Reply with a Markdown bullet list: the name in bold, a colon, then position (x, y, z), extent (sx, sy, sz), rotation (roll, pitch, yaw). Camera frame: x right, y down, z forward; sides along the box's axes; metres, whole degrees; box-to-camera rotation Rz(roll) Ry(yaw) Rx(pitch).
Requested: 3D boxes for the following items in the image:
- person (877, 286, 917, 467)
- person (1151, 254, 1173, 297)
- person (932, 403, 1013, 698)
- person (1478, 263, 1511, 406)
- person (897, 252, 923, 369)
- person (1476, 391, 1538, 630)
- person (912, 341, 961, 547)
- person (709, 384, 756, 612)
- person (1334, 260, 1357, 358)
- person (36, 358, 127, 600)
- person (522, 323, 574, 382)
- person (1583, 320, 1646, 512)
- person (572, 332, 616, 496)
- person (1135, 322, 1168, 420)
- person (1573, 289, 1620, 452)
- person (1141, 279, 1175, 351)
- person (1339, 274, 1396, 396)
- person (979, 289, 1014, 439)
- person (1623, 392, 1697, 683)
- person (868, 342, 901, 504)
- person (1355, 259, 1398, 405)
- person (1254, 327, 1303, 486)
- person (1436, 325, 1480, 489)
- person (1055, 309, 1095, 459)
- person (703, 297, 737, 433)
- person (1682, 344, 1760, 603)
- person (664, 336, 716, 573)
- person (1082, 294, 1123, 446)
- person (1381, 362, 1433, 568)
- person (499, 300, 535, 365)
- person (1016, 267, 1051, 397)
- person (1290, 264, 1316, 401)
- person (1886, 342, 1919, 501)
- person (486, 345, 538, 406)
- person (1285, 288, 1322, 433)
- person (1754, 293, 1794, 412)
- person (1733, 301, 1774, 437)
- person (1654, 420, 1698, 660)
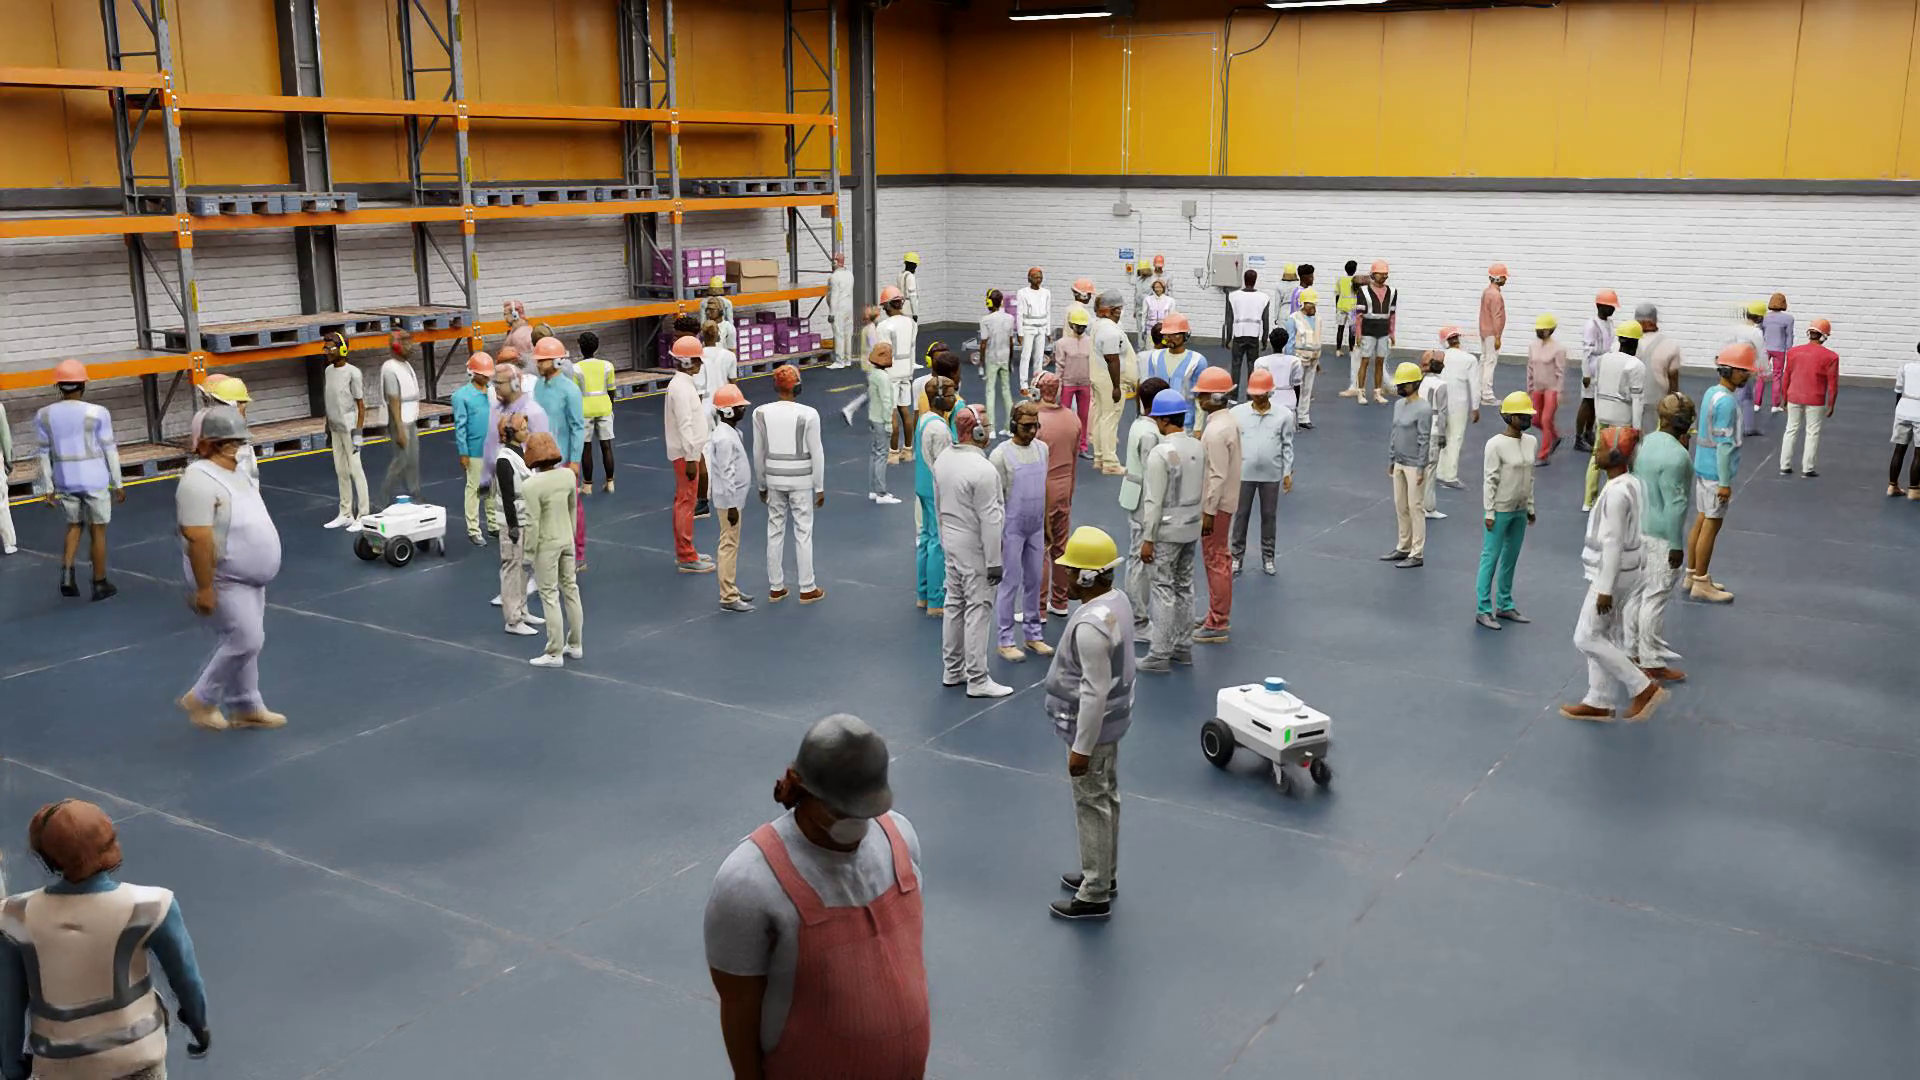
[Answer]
- **person**: position (-0.758, -1.851, 18.854), extent (0.384, 2.031, 0.615), rotation (10, 16, 36)
- **person**: position (3.551, -4.267, 29.957), extent (0.559, 1.745, 0.333), rotation (0, 13, -2)
- **person**: position (0.095, 0.067, 10.795), extent (0.410, 1.912, 0.651), rotation (-8, 15, -30)
- **person**: position (7.526, -2.905, 23.505), extent (0.381, 1.994, 0.622), rotation (0, 13, 0)
- **person**: position (-0.842, -3.805, 27.584), extent (0.382, 1.917, 0.585), rotation (-6, 14, -24)
- **person**: position (4.091, -0.226, 12.380), extent (0.525, 1.772, 0.309), rotation (-8, 15, -32)
- **person**: position (-0.189, -0.841, 14.826), extent (0.519, 1.873, 0.335), rotation (-9, 16, -34)
- **person**: position (-1.758, -0.329, 12.851), extent (0.318, 1.756, 0.561), rotation (-2, 13, -7)
- **person**: position (6.771, -4.020, 28.993), extent (0.535, 1.697, 0.322), rotation (12, 18, 43)
- **person**: position (-6.882, -0.461, 13.061), extent (0.559, 1.920, 0.406), rotation (-1, 13, -3)
- **person**: position (-3.881, -1.082, 15.723), extent (0.631, 1.940, 0.372), rotation (3, 13, 15)
- **person**: position (6.417, -1.180, 16.212), extent (0.404, 1.918, 0.581), rotation (-7, 15, -27)
- **person**: position (-3.807, -1.303, 17.213), extent (0.533, 1.697, 0.318), rotation (-9, 16, -36)
- **person**: position (1.961, -1.256, 16.675), extent (0.327, 1.853, 0.526), rotation (-11, 17, -41)
- **person**: position (7.605, -2.019, 19.794), extent (0.551, 1.932, 0.378), rotation (-12, 17, -41)
- **person**: position (3.020, -3.157, 25.379), extent (0.517, 1.641, 0.308), rotation (3, 13, 13)
- **person**: position (6.029, -2.985, 24.326), extent (0.796, 1.801, 0.642), rotation (3, 13, 12)
- **person**: position (0.451, -2.191, 20.718), extent (0.522, 1.860, 0.319), rotation (-7, 15, -29)
- **person**: position (4.697, -0.025, 11.141), extent (0.372, 1.938, 0.627), rotation (1, 13, 3)
- **person**: position (-0.782, -1.187, 16.846), extent (0.279, 1.633, 0.506), rotation (-4, 14, -17)
- **person**: position (5.878, -2.927, 23.490), extent (0.607, 2.048, 0.369), rotation (-3, 13, -12)
- **person**: position (3.359, -1.406, 17.657), extent (0.531, 1.697, 0.320), rotation (-1, 13, -2)
- **person**: position (5.218, -1.414, 17.689), extent (0.631, 1.706, 0.456), rotation (12, 18, 42)
- **person**: position (1.346, -1.779, 19.152), extent (0.522, 1.758, 0.350), rotation (-5, 14, -19)
- **person**: position (-2.872, -1.961, 19.741), extent (0.506, 1.846, 0.345), rotation (8, 15, 31)
- **person**: position (6.005, -0.532, 13.119), extent (0.388, 2.036, 0.615), rotation (3, 13, 13)
- **person**: position (-2.290, -0.726, 14.058), extent (0.386, 1.993, 0.609), rotation (-3, 13, -12)
- **person**: position (1.723, -2.054, 20.159), extent (0.506, 1.839, 0.343), rotation (2, 13, 7)
- **person**: position (3.821, -0.643, 14.233), extent (0.342, 1.754, 0.533), rotation (-4, 14, -16)
- **person**: position (-4.937, -1.732, 18.617), extent (0.410, 1.907, 0.643), rotation (-2, 13, -10)
- **person**: position (1.086, -3.037, 24.328), extent (0.574, 1.883, 0.356), rotation (-8, 15, -30)
- **person**: position (4.926, -2.988, 23.930), extent (0.367, 1.966, 0.607), rotation (1, 13, 2)
- **person**: position (9.763, -1.238, 16.953), extent (0.320, 1.686, 0.539), rotation (-6, 14, -26)
- **person**: position (-3.869, -0.803, 14.684), extent (0.471, 1.860, 0.613), rotation (5, 14, 20)
- **person**: position (4.384, -2.282, 21.155), extent (0.587, 1.835, 0.404), rotation (-9, 16, -34)
- **person**: position (11.180, -2.577, 22.871), extent (0.500, 1.636, 0.281), rotation (11, 17, 40)
- **person**: position (9.779, -2.075, 20.487), extent (0.788, 1.728, 0.526), rotation (0, 13, 0)
- **person**: position (4.937, -0.045, 11.655), extent (0.294, 1.744, 0.486), rotation (2, 13, 8)
